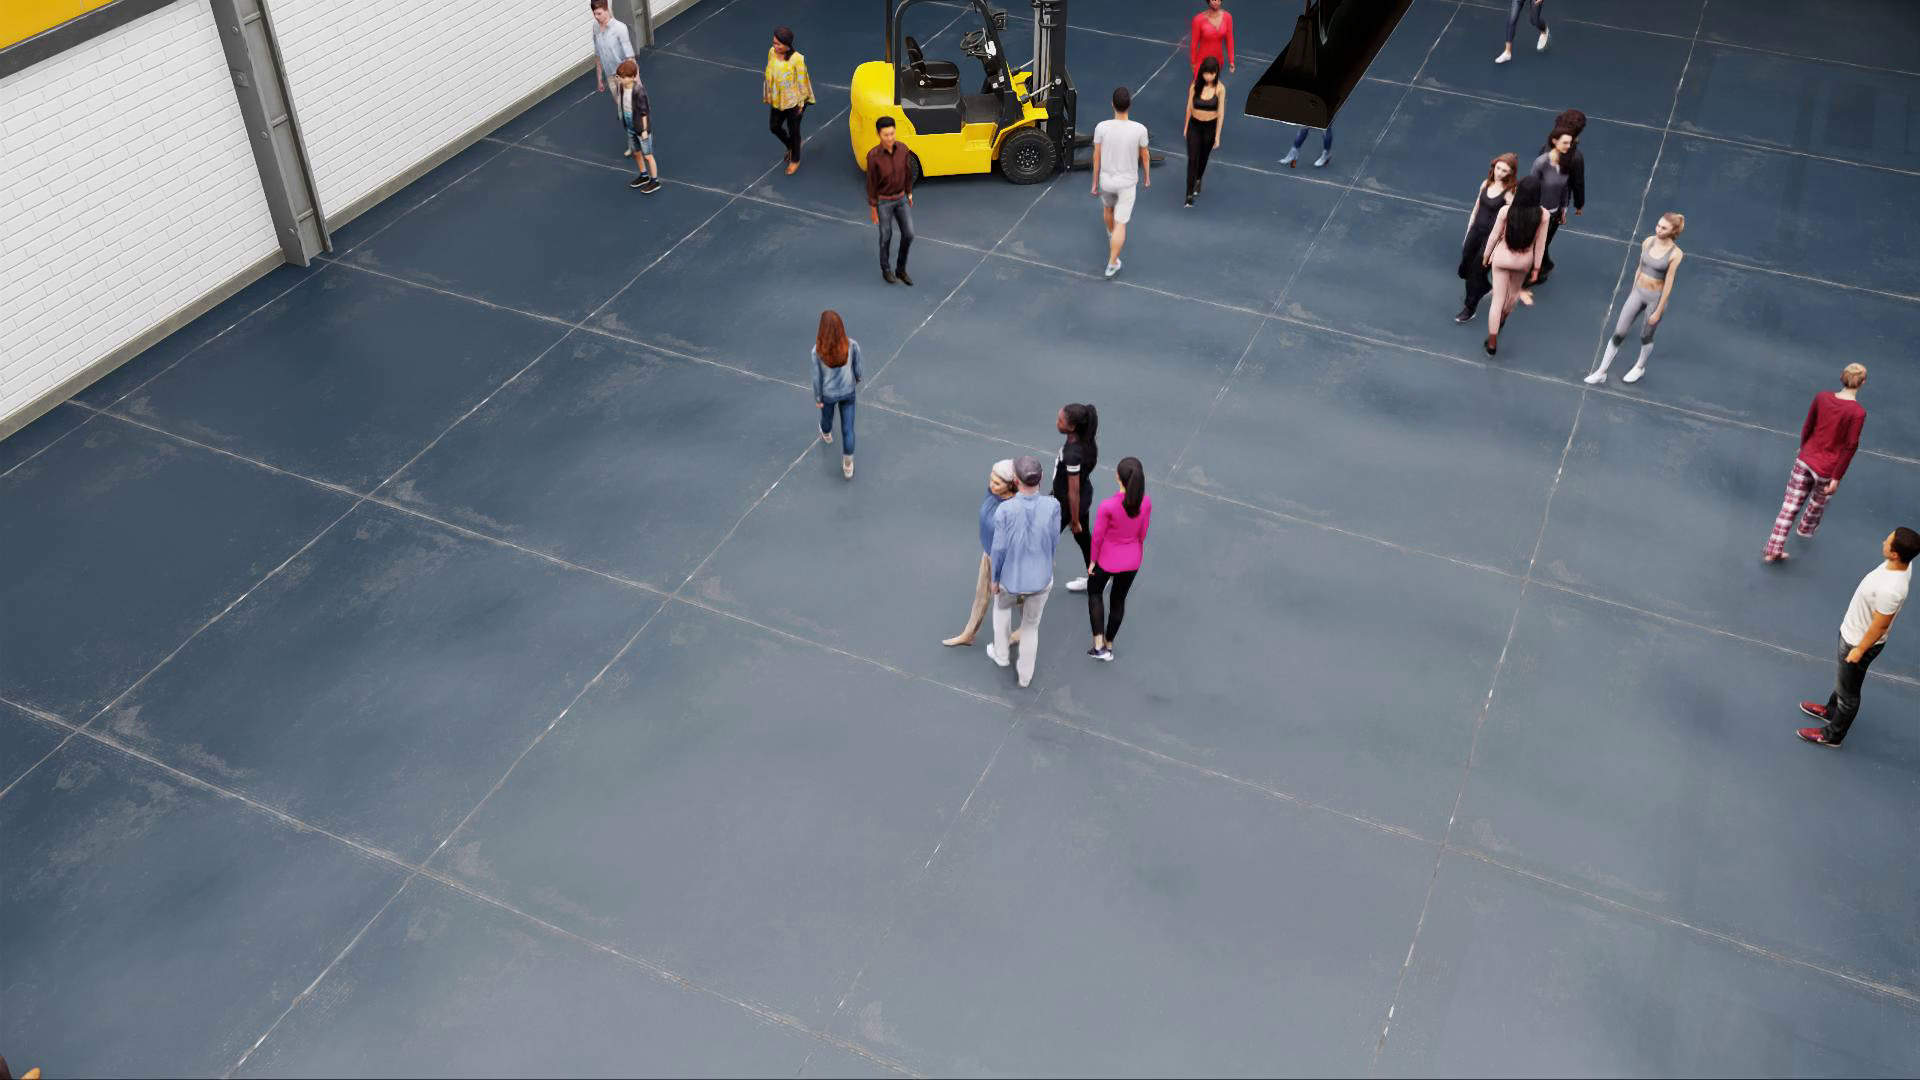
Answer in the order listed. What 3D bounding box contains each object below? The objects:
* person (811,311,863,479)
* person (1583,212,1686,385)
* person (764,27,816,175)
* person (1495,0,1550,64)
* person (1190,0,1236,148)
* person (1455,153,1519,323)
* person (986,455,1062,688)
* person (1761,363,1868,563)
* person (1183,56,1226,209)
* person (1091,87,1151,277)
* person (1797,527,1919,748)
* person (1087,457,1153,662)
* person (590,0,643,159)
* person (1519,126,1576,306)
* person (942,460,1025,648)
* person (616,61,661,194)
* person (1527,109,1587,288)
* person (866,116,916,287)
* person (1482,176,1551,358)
[{"bbox_3d":[-0.989,-1.176,13.715,0.919,1.445,1.048,-7,39,-8],"label":"person"},{"bbox_3d":[6.148,-2.133,14.725,0.995,1.680,0.820,-26,45,-29],"label":"person"},{"bbox_3d":[-1.816,-4.801,18.095,0.729,1.644,0.754,22,43,25],"label":"person"},{"bbox_3d":[7.087,-6.789,20.472,1.173,1.784,0.891,-28,46,-30],"label":"person"},{"bbox_3d":[2.786,-5.375,18.743,1.112,1.743,1.191,-11,40,-14],"label":"person"},{"bbox_3d":[5.013,-2.847,15.583,0.878,1.726,0.791,-22,44,-25],"label":"person"},{"bbox_3d":[0.468,0.289,11.542,0.824,1.868,0.872,-5,39,-6],"label":"person"},{"bbox_3d":[6.553,-0.537,12.748,1.092,1.653,0.915,-20,43,-23],"label":"person"},{"bbox_3d":[2.578,-4.364,17.576,0.745,1.609,1.066,5,39,6],"label":"person"},{"bbox_3d":[1.532,-3.456,16.282,0.836,1.804,1.237,9,40,11],"label":"person"},{"bbox_3d":[6.087,0.642,11.163,0.713,1.799,0.488,19,42,22],"label":"person"},{"bbox_3d":[1.166,0.206,11.807,0.766,1.676,0.823,-12,40,-15],"label":"person"},{"bbox_3d":[-3.703,-5.157,18.398,0.723,1.823,0.679,20,43,23],"label":"person"},{"bbox_3d":[5.506,-3.165,15.951,0.768,1.762,0.837,-20,43,-23],"label":"person"},{"bbox_3d":[0.392,0.108,11.934,1.060,1.671,0.952,-18,42,-21],"label":"person"},{"bbox_3d":[-3.444,-4.437,17.799,0.579,1.444,0.579,27,46,30],"label":"person"},{"bbox_3d":[5.659,-3.260,16.086,0.923,1.743,0.853,-21,43,-25],"label":"person"},{"bbox_3d":[-0.720,-3.310,16.134,0.793,1.760,0.873,-19,42,-22],"label":"person"},{"bbox_3d":[5.019,-2.459,15.122,0.826,1.694,1.071,6,39,7],"label":"person"}]
